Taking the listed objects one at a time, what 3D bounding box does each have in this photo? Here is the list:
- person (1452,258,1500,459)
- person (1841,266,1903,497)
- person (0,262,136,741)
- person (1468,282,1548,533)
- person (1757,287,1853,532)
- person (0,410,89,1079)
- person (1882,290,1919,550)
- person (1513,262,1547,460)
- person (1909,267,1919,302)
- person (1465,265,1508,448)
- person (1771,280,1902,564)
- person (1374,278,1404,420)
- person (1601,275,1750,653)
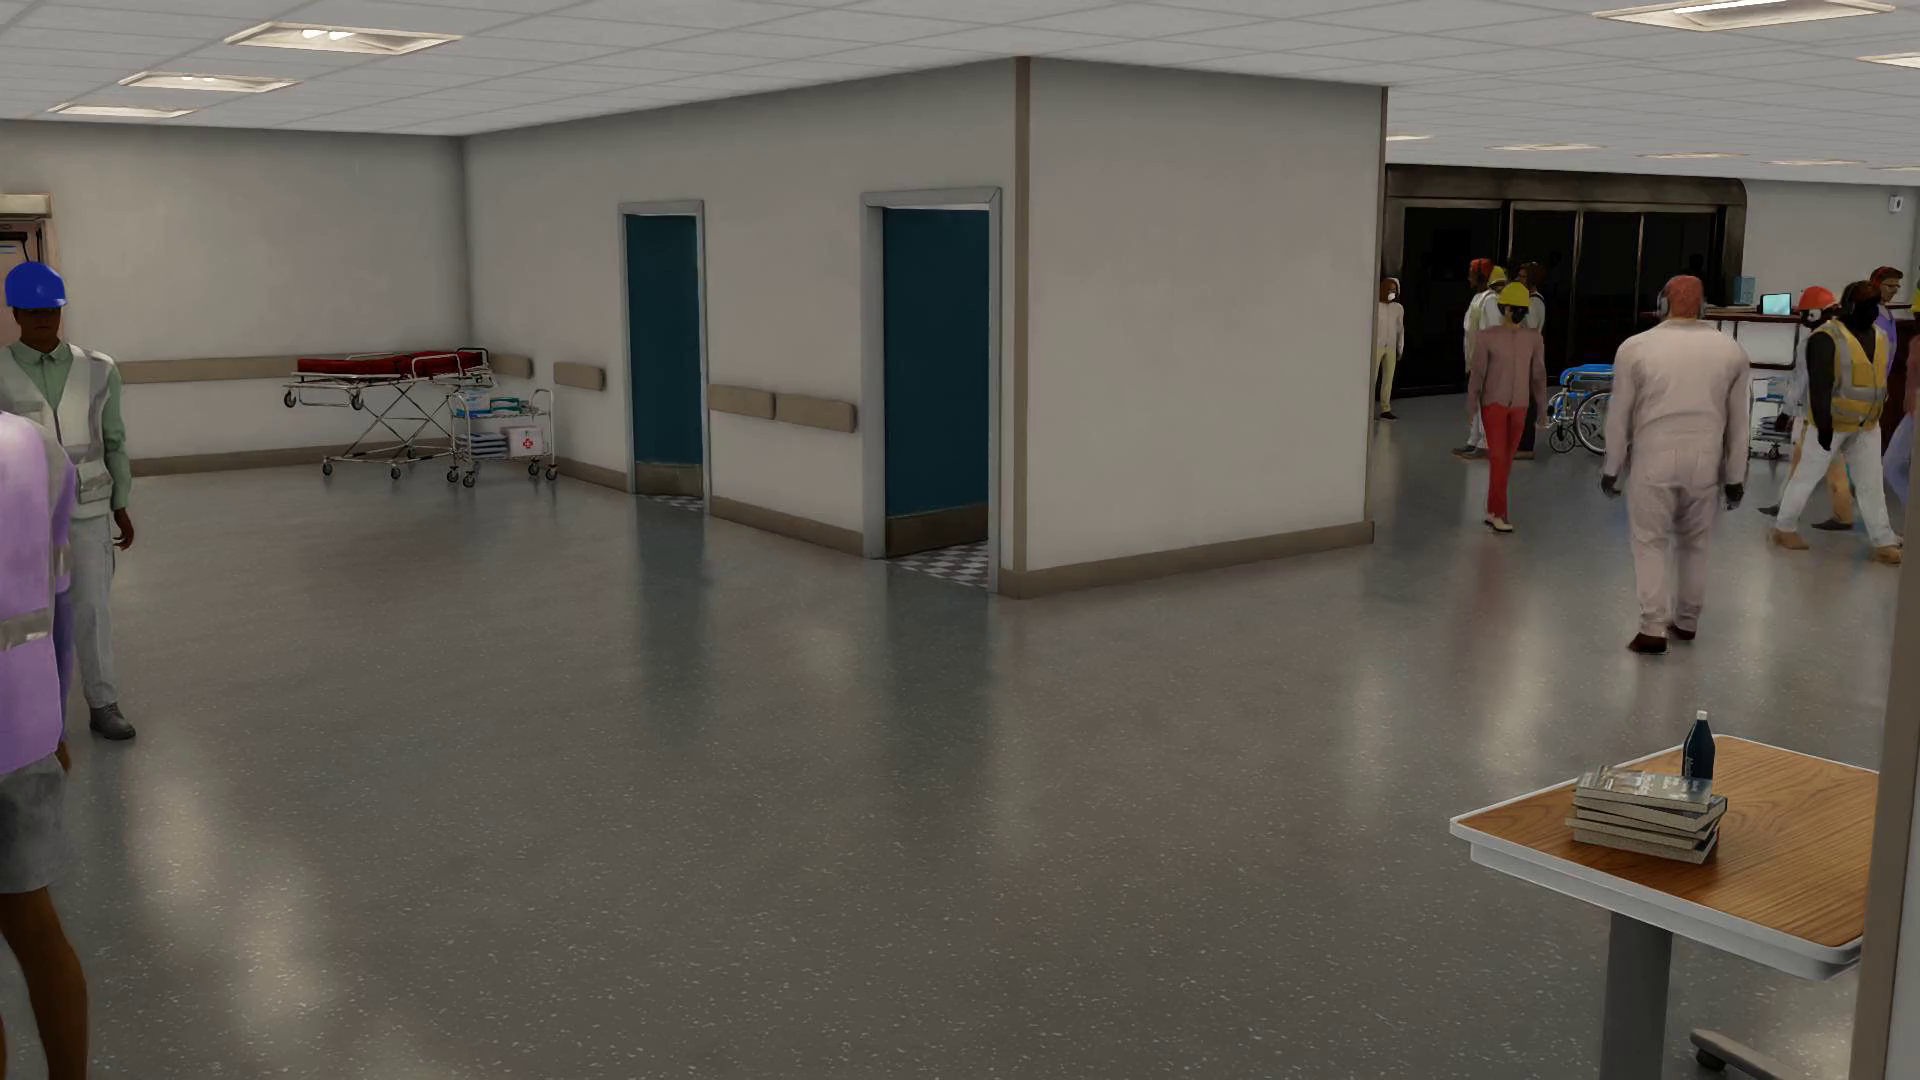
[{"bbox_3d":[4.890,-1.695,15.624,0.357,1.881,0.574,0,10,3],"label":"person"},{"bbox_3d":[7.268,-1.263,13.332,0.564,1.837,0.388,-10,14,-43],"label":"person"},{"bbox_3d":[-3.629,-0.127,6.657,0.601,1.948,0.386,-9,14,-43],"label":"person"},{"bbox_3d":[3.877,-0.917,11.624,0.547,1.741,0.711,-2,10,-12],"label":"person"},{"bbox_3d":[6.045,-0.932,11.828,0.814,1.707,0.571,10,14,44],"label":"person"},{"bbox_3d":[-2.063,0.414,3.403,0.411,2.033,0.613,1,10,8],"label":"person"},{"bbox_3d":[6.300,-0.778,10.848,0.402,1.748,0.553,0,10,-2],"label":"person"},{"bbox_3d":[5.300,-1.671,15.588,0.345,1.846,0.508,4,11,21],"label":"person"},{"bbox_3d":[15.116,-3.541,26.084,0.622,1.844,0.429,-10,14,-44],"label":"person"},{"bbox_3d":[5.015,-1.664,15.606,0.599,1.818,0.468,-3,11,-16],"label":"person"},{"bbox_3d":[5.683,-0.766,10.693,0.647,1.790,0.982,-3,11,-18],"label":"person"},{"bbox_3d":[4.861,-2.180,19.073,0.504,1.627,0.285,-3,11,-18],"label":"person"},{"bbox_3d":[3.583,-0.364,8.292,0.665,1.877,0.794,1,10,3],"label":"person"}]
